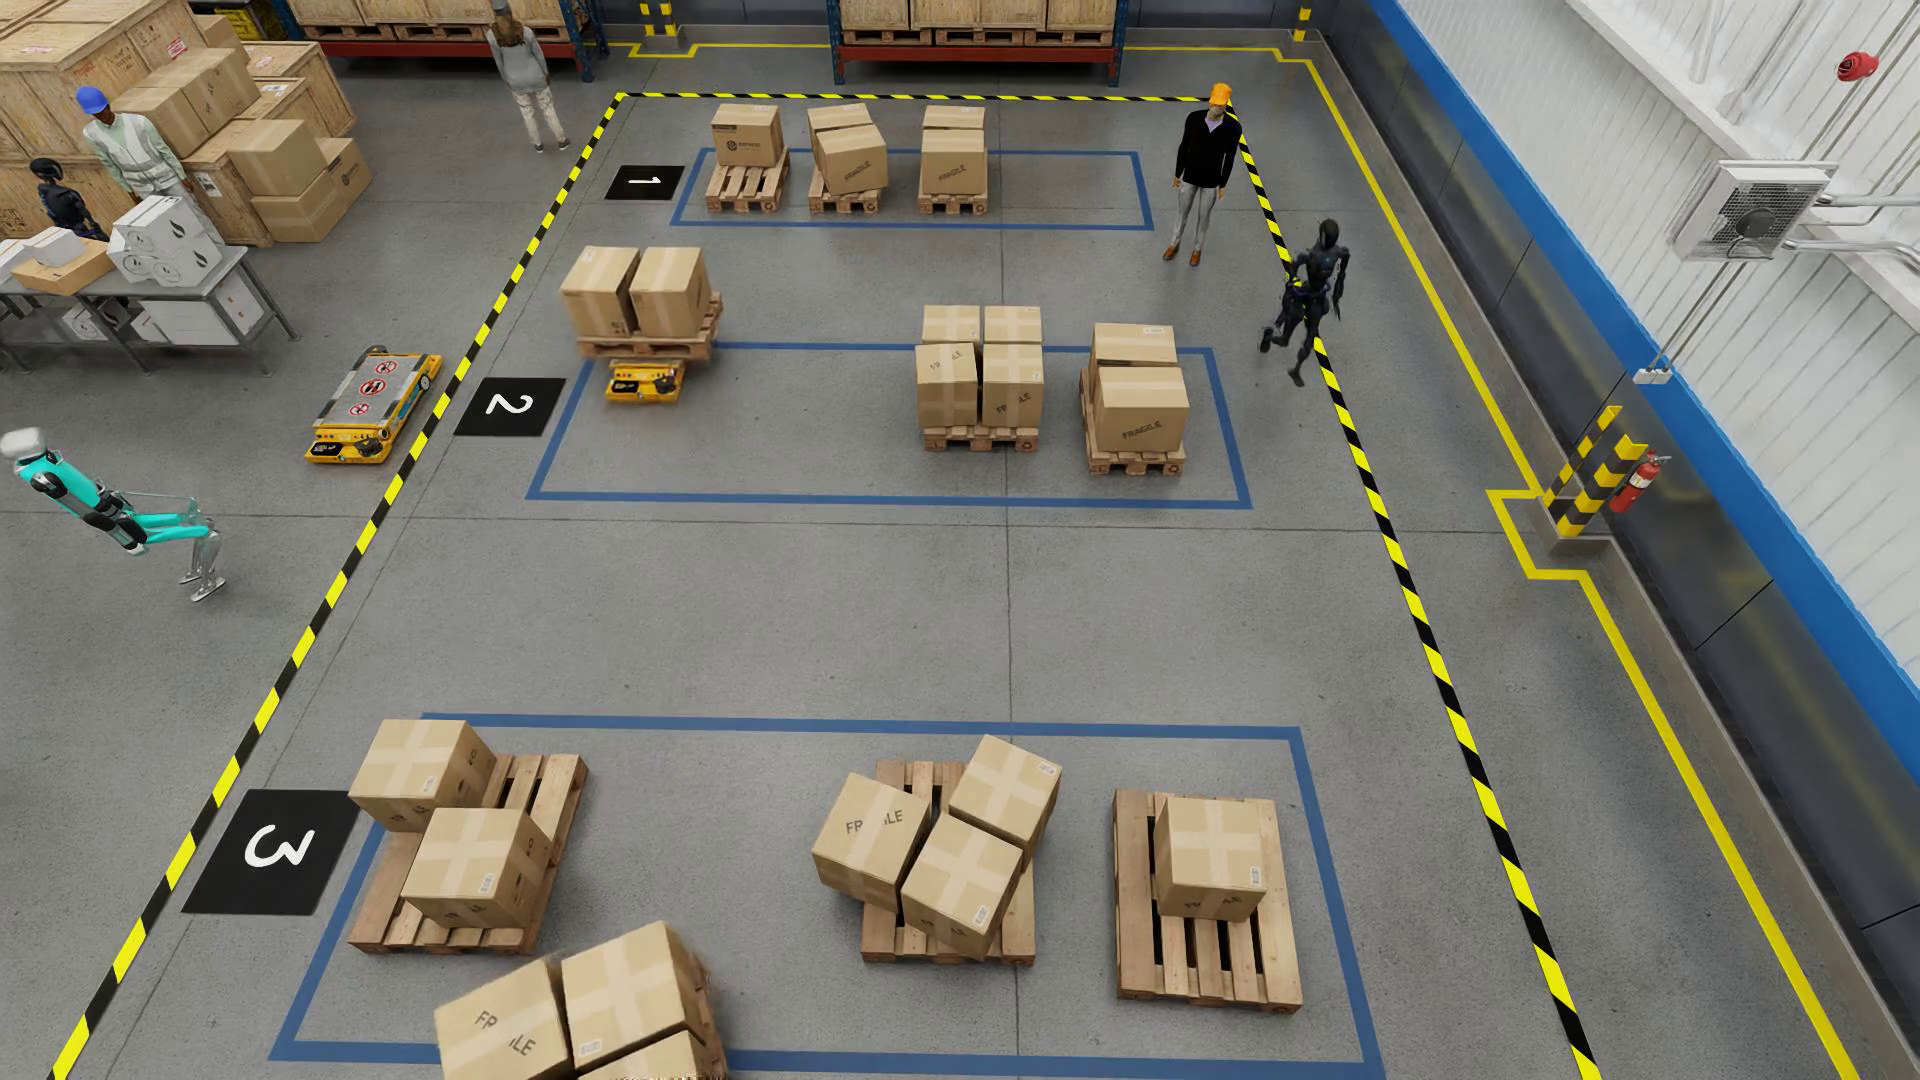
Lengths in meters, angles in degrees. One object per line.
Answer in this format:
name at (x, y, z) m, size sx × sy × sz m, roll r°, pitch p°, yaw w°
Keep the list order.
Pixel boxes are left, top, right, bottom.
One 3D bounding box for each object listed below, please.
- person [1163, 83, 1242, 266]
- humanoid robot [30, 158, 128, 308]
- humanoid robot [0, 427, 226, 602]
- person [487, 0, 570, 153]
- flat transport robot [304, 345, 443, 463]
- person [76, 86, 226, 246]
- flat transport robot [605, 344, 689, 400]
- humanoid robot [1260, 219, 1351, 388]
person at (2.500, -3.755, 9.487) m, size 0.586 × 1.884 × 0.361 m, roll 19°, pitch 52°, yaw 16°
humanoid robot at (-8.457, -2.890, 8.907) m, size 0.616 × 1.625 × 0.585 m, roll 14°, pitch 51°, yaw 12°
humanoid robot at (-5.798, -0.232, 6.513) m, size 0.735 × 1.677 × 0.533 m, roll -36°, pitch 58°, yaw -26°
person at (-5.261, -5.603, 11.126) m, size 0.560 × 1.765 × 0.400 m, roll -9°, pitch 50°, yaw -7°
flat transport robot at (-5.383, -1.269, 8.441) m, size 0.659 × 0.231 × 1.431 m, roll 1°, pitch 50°, yaw 1°
person at (-8.244, -3.655, 9.390) m, size 0.604 × 1.909 × 0.413 m, roll -22°, pitch 53°, yaw -18°
flat transport robot at (-2.967, -1.912, 8.967) m, size 0.652 × 0.197 × 1.431 m, roll 1°, pitch 50°, yaw 1°
humanoid robot at (3.157, -2.209, 8.327) m, size 0.611 × 1.638 × 0.615 m, roll -7°, pitch 50°, yaw -6°
